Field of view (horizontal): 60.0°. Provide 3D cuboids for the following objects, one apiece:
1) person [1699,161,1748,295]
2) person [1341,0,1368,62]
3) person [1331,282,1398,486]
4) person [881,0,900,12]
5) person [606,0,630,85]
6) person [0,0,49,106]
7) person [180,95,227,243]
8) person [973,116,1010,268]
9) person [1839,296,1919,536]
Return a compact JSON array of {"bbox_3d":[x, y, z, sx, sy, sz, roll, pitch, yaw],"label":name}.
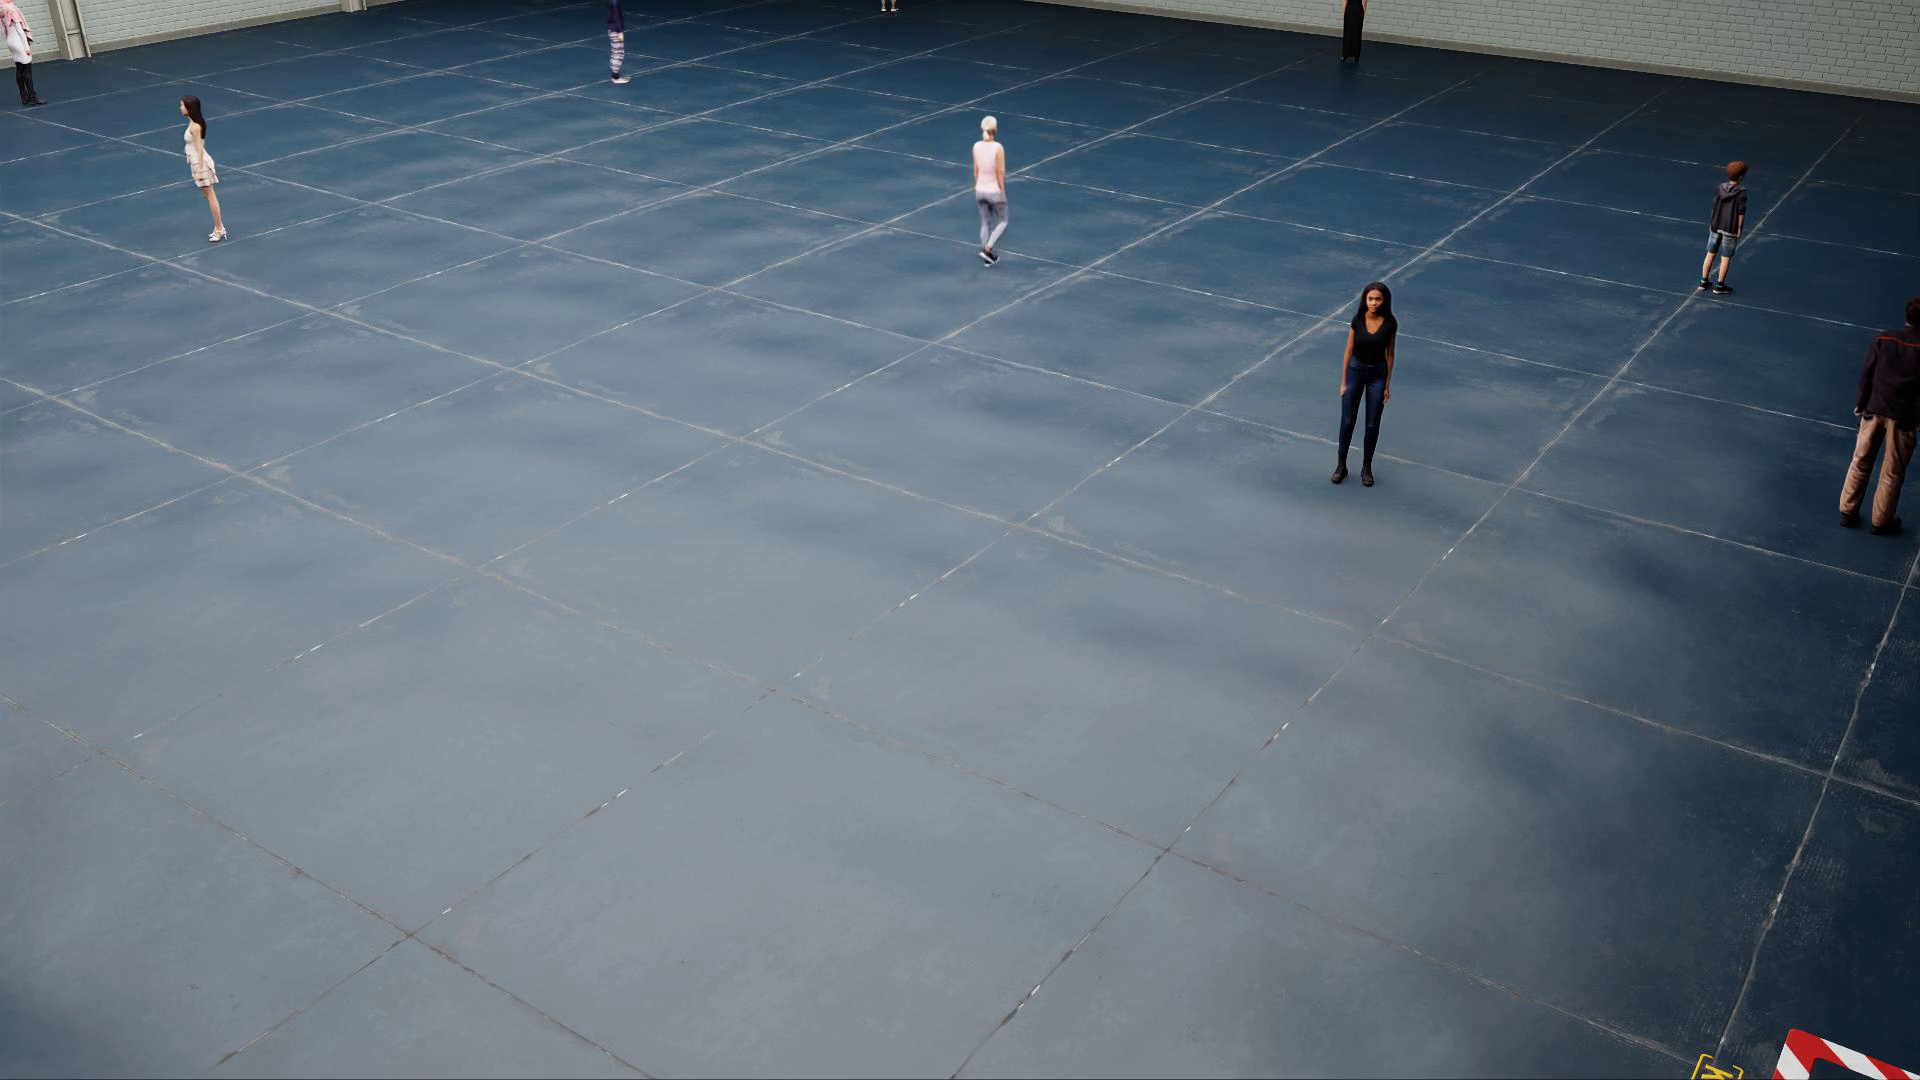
[{"bbox_3d":[8.391,-3.435,18.225,0.611,1.447,0.601,-18,32,-31],"label":"person"},{"bbox_3d":[6.984,-9.323,29.490,0.654,1.602,0.664,3,27,6],"label":"person"},{"bbox_3d":[3.361,-1.309,13.776,0.628,1.740,0.638,6,28,11],"label":"person"},{"bbox_3d":[-1.480,-11.701,34.055,0.671,1.650,0.679,3,27,5],"label":"person"},{"bbox_3d":[-5.764,-8.527,27.803,0.701,1.731,0.673,-9,28,-16],"label":"person"},{"bbox_3d":[-14.943,-7.836,26.382,0.650,1.804,0.615,15,31,26],"label":"person"},{"bbox_3d":[-9.033,-4.441,19.862,0.682,1.736,0.657,-11,29,-20],"label":"person"},{"bbox_3d":[0.305,-3.917,18.864,0.590,1.719,0.723,15,31,27],"label":"person"},{"bbox_3d":[7.237,-0.978,12.931,0.675,1.925,0.740,-23,35,-37],"label":"person"}]
